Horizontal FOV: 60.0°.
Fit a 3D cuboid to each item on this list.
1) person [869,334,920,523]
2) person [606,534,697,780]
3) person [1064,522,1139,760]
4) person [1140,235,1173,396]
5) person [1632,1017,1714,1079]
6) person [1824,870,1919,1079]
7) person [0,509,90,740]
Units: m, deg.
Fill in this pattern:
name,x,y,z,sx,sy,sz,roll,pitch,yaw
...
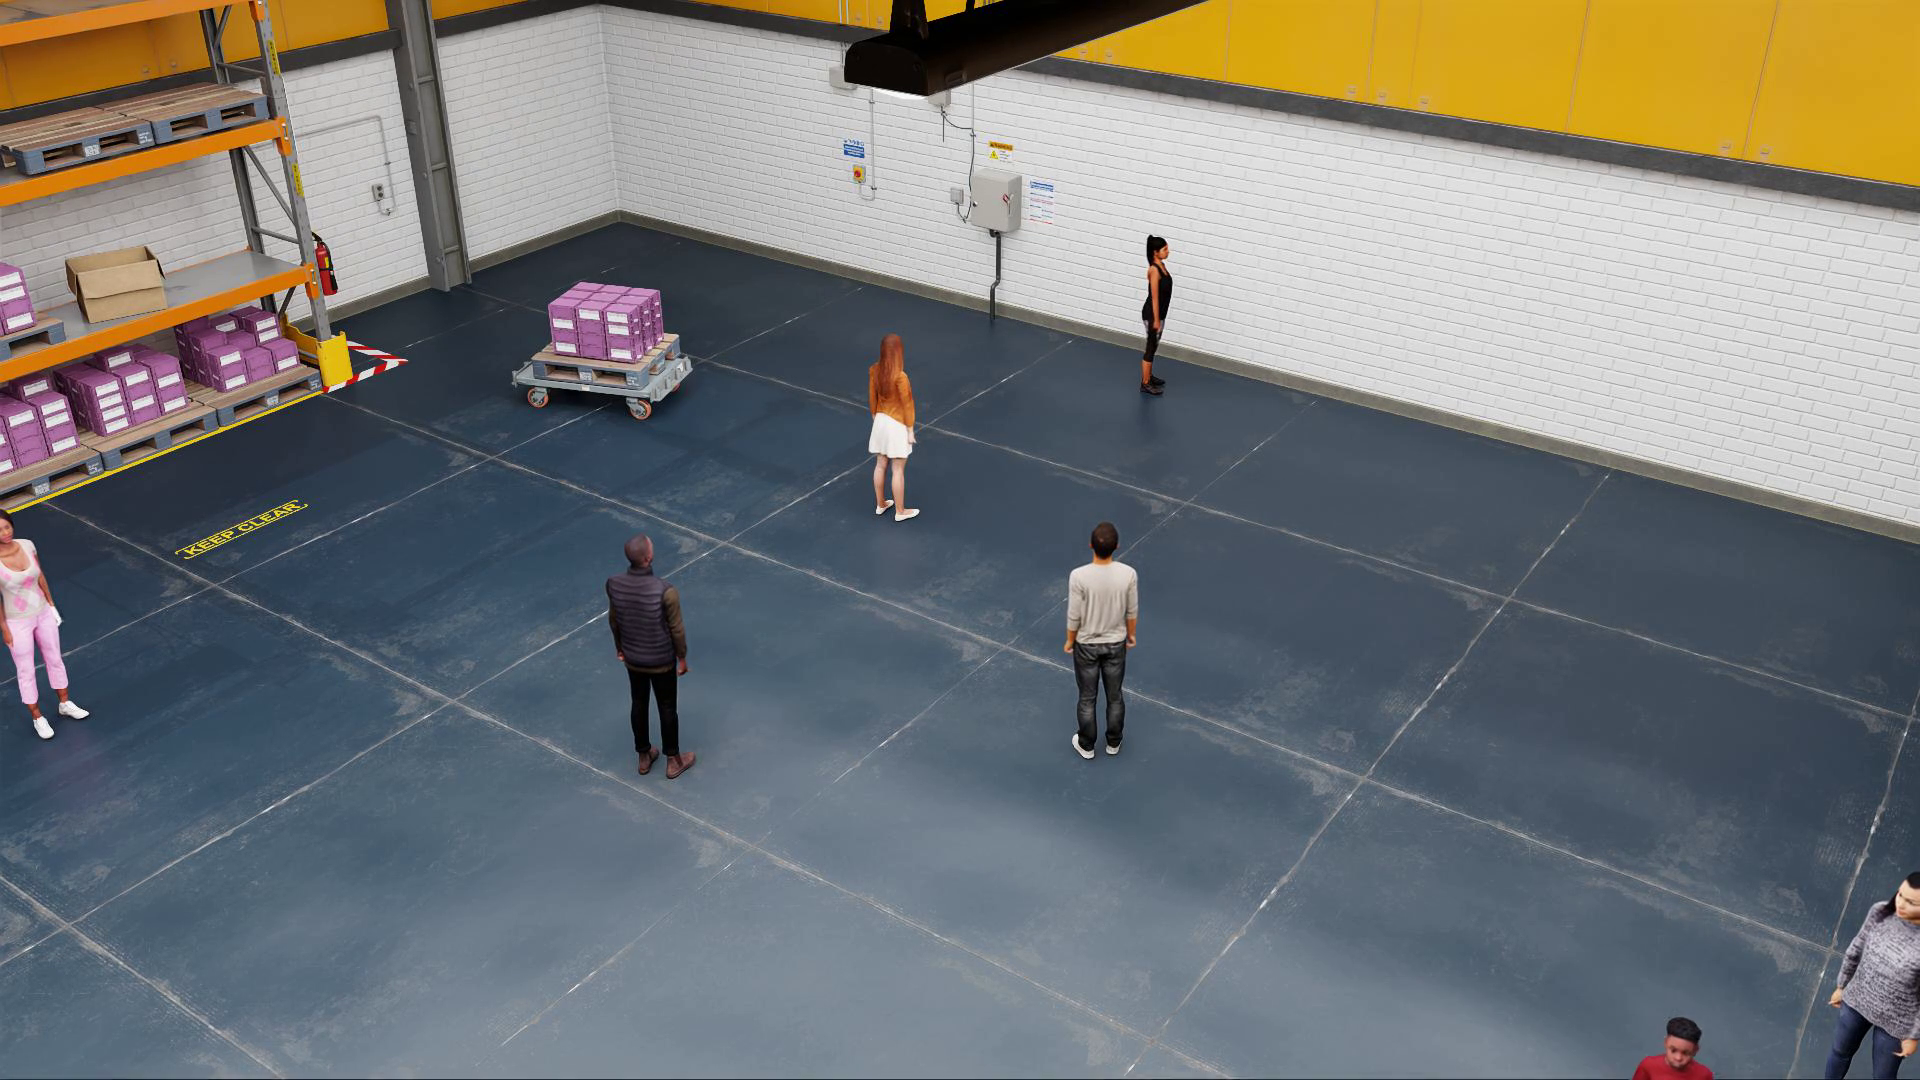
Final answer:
name,x,y,z,sx,sy,sz,roll,pitch,yaw
person,-0.607,-0.993,14.631,0.610,1.723,0.564,21,35,33
person,-2.102,0.783,11.257,0.751,1.836,0.673,9,30,17
person,0.974,0.696,11.442,0.730,1.811,0.779,-4,29,-7
person,2.009,-2.342,17.172,0.707,1.658,0.572,6,29,11
person,3.447,2.805,8.167,0.555,1.246,0.555,10,30,18
person,4.686,2.376,8.446,0.678,1.732,0.694,-14,32,-24
person,-6.595,0.565,11.756,0.643,1.741,0.476,15,32,26
